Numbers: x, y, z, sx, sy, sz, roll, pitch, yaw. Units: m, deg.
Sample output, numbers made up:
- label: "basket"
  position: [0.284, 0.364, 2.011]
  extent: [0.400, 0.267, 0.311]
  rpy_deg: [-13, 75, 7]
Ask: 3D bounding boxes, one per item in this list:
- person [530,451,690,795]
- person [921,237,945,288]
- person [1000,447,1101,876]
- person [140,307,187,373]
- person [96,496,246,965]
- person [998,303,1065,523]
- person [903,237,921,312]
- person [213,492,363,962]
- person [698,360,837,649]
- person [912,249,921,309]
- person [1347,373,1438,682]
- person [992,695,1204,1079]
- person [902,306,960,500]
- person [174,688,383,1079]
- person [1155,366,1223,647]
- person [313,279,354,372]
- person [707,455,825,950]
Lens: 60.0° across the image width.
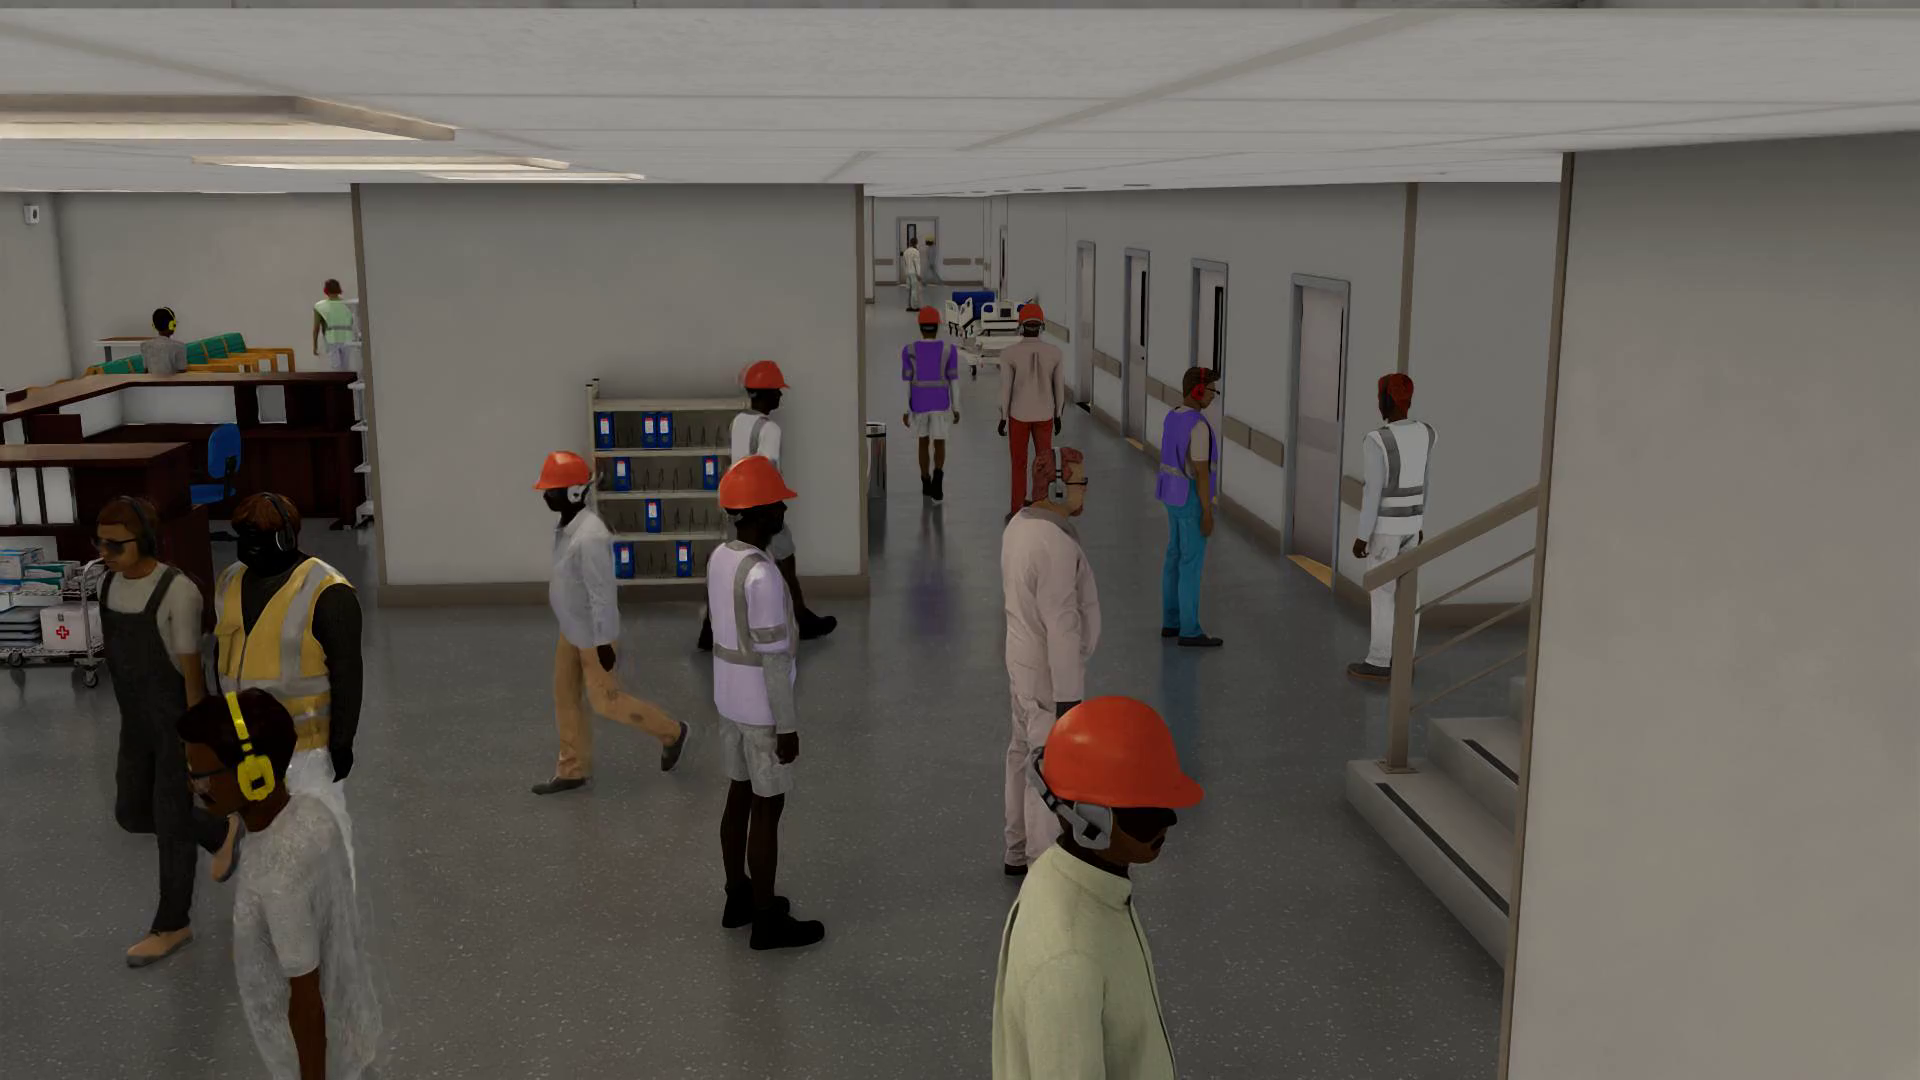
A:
- label: "person"
  position: [-1.756, 0.399, 8.200]
  extent: [0.723, 1.726, 0.577]
  rpy_deg: [-6, 13, -29]
- label: "person"
  position: [-0.936, -9.184, 55.075]
  extent: [0.894, 1.702, 0.499]
  rpy_deg: [2, 12, 9]
- label: "person"
  position: [0.393, 0.554, 6.985]
  extent: [0.401, 1.907, 0.648]
  rpy_deg: [-3, 12, -13]
- label: "person"
  position: [-7.860, -1.372, 16.529]
  extent: [0.506, 1.861, 0.329]
  rpy_deg: [2, 12, 10]
- label: "person"
  position: [-3.063, 0.694, 6.495]
  extent: [0.509, 1.819, 0.626]
  rpy_deg: [5, 12, 22]
- label: "person"
  position: [0.633, -1.124, 14.962]
  extent: [0.622, 1.993, 0.384]
  rpy_deg: [-3, 12, -16]
- label: "person"
  position: [-1.234, -6.943, 43.554]
  extent: [0.373, 1.936, 0.627]
  rpy_deg: [-9, 14, -37]
- label: "person"
  position: [-2.555, 0.729, 6.289]
  extent: [0.633, 1.842, 0.429]
  rpy_deg: [4, 12, 20]
- label: "person"
  position: [-1.301, -0.223, 10.844]
  extent: [0.999, 1.887, 0.584]
  rpy_deg: [-8, 14, -36]
- label: "person"
  position: [-1.183, -6.859, 43.853]
  extent: [0.307, 1.645, 0.519]
  rpy_deg: [-6, 13, -28]
- label: "person"
  position: [2.622, -0.075, 10.112]
  extent: [0.575, 1.885, 0.355]
  rpy_deg: [-8, 14, -35]
- label: "person"
  position: [0.259, 1.265, 3.290]
  extent: [0.396, 1.992, 0.623]
  rpy_deg: [1, 12, 5]
- label: "person"
  position: [-0.291, -1.327, 16.209]
  extent: [0.562, 1.901, 0.819]
  rpy_deg: [1, 12, 3]
- label: "person"
  position: [-1.508, 1.219, 3.890]
  extent: [0.429, 1.846, 0.559]
  rpy_deg: [-2, 12, -11]
- label: "person"
  position: [1.496, -0.220, 10.940]
  extent: [0.389, 1.837, 0.563]
  rpy_deg: [-3, 12, -16]
- label: "person"
  position: [-8.791, -2.750, 23.371]
  extent: [0.581, 1.797, 0.953]
  rpy_deg: [-9, 15, -38]
- label: "person"
  position: [-0.781, 0.633, 6.509]
  extent: [0.347, 1.943, 0.544]
  rpy_deg: [-7, 14, -31]
